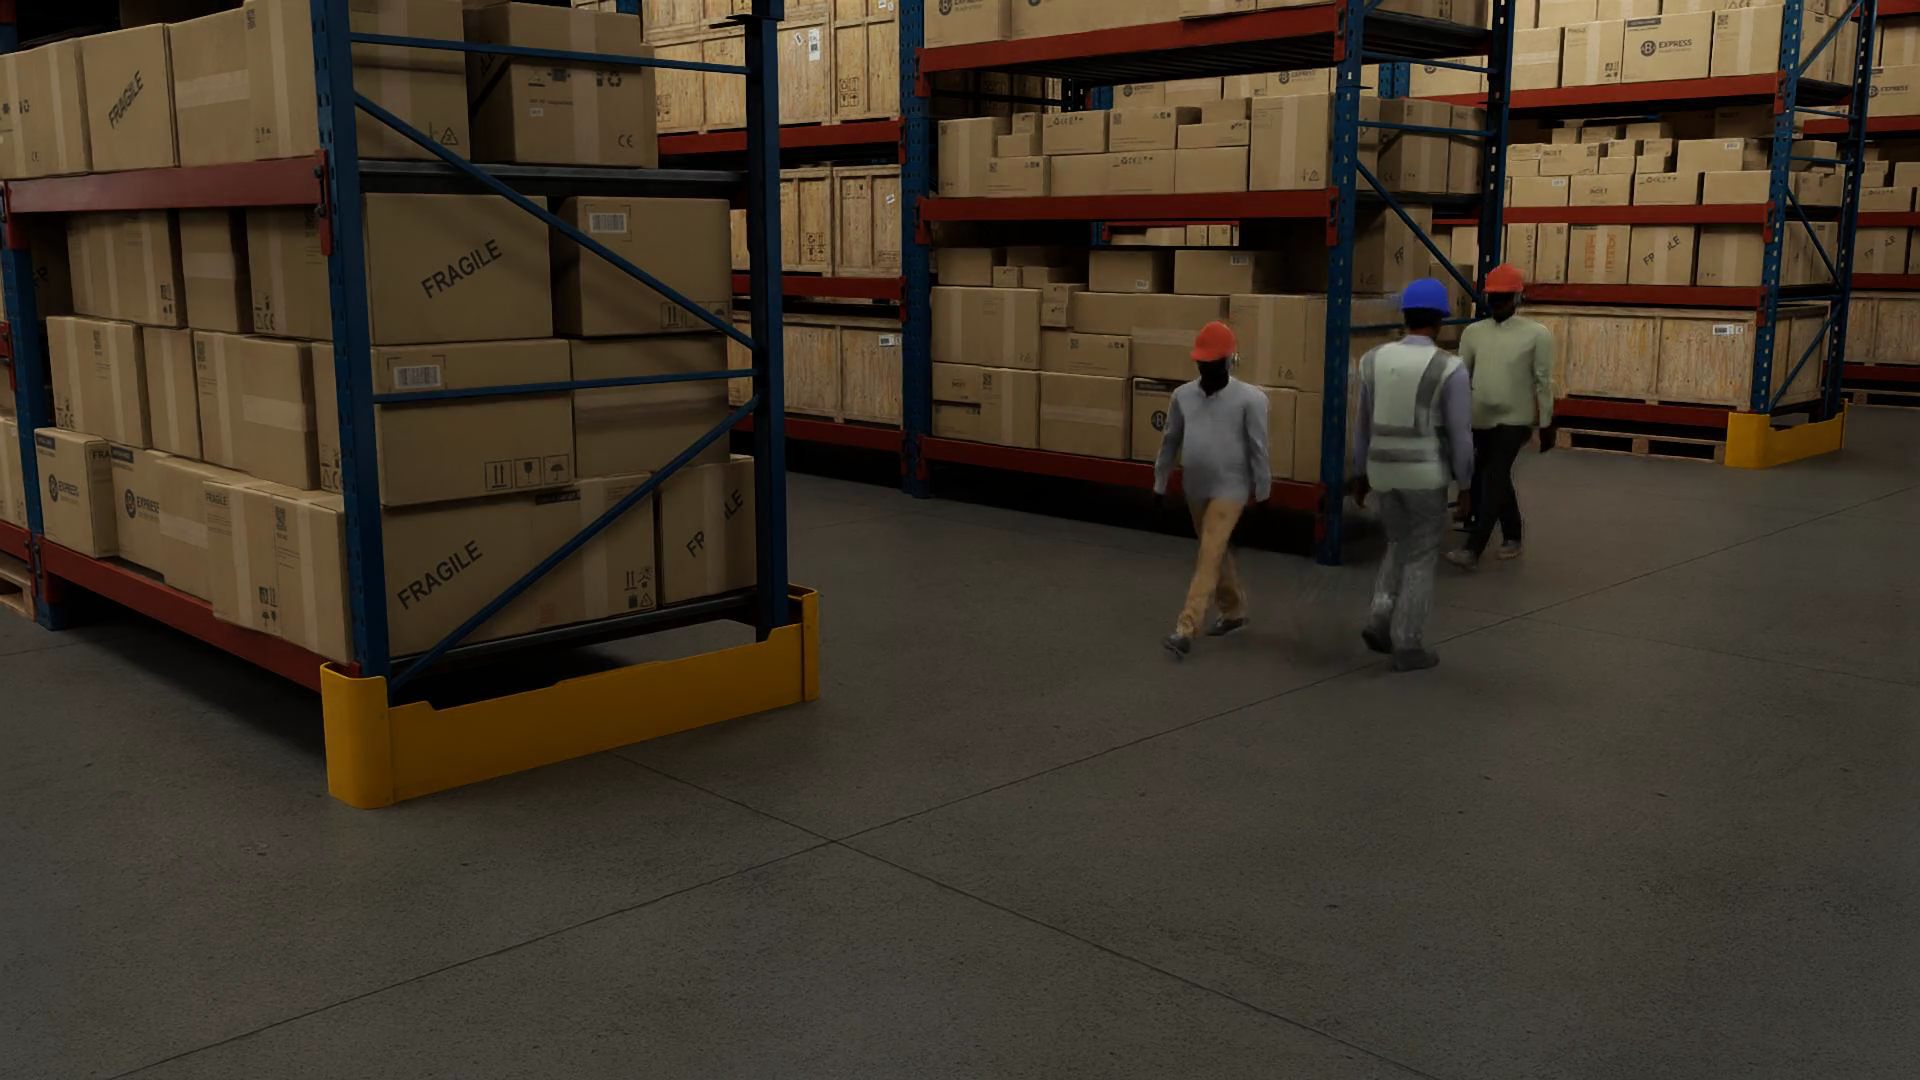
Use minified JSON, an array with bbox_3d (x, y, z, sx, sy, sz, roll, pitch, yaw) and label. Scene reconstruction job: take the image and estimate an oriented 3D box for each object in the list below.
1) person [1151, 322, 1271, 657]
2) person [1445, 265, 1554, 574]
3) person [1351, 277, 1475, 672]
[{"bbox_3d":[1.264,-0.268,8.550,0.595,1.686,0.941,9,14,40],"label":"person"},{"bbox_3d":[3.420,-0.778,10.653,1.050,1.939,0.643,-9,14,-42],"label":"person"},{"bbox_3d":[2.235,-0.311,8.145,0.447,1.923,0.652,-8,13,-38],"label":"person"}]
